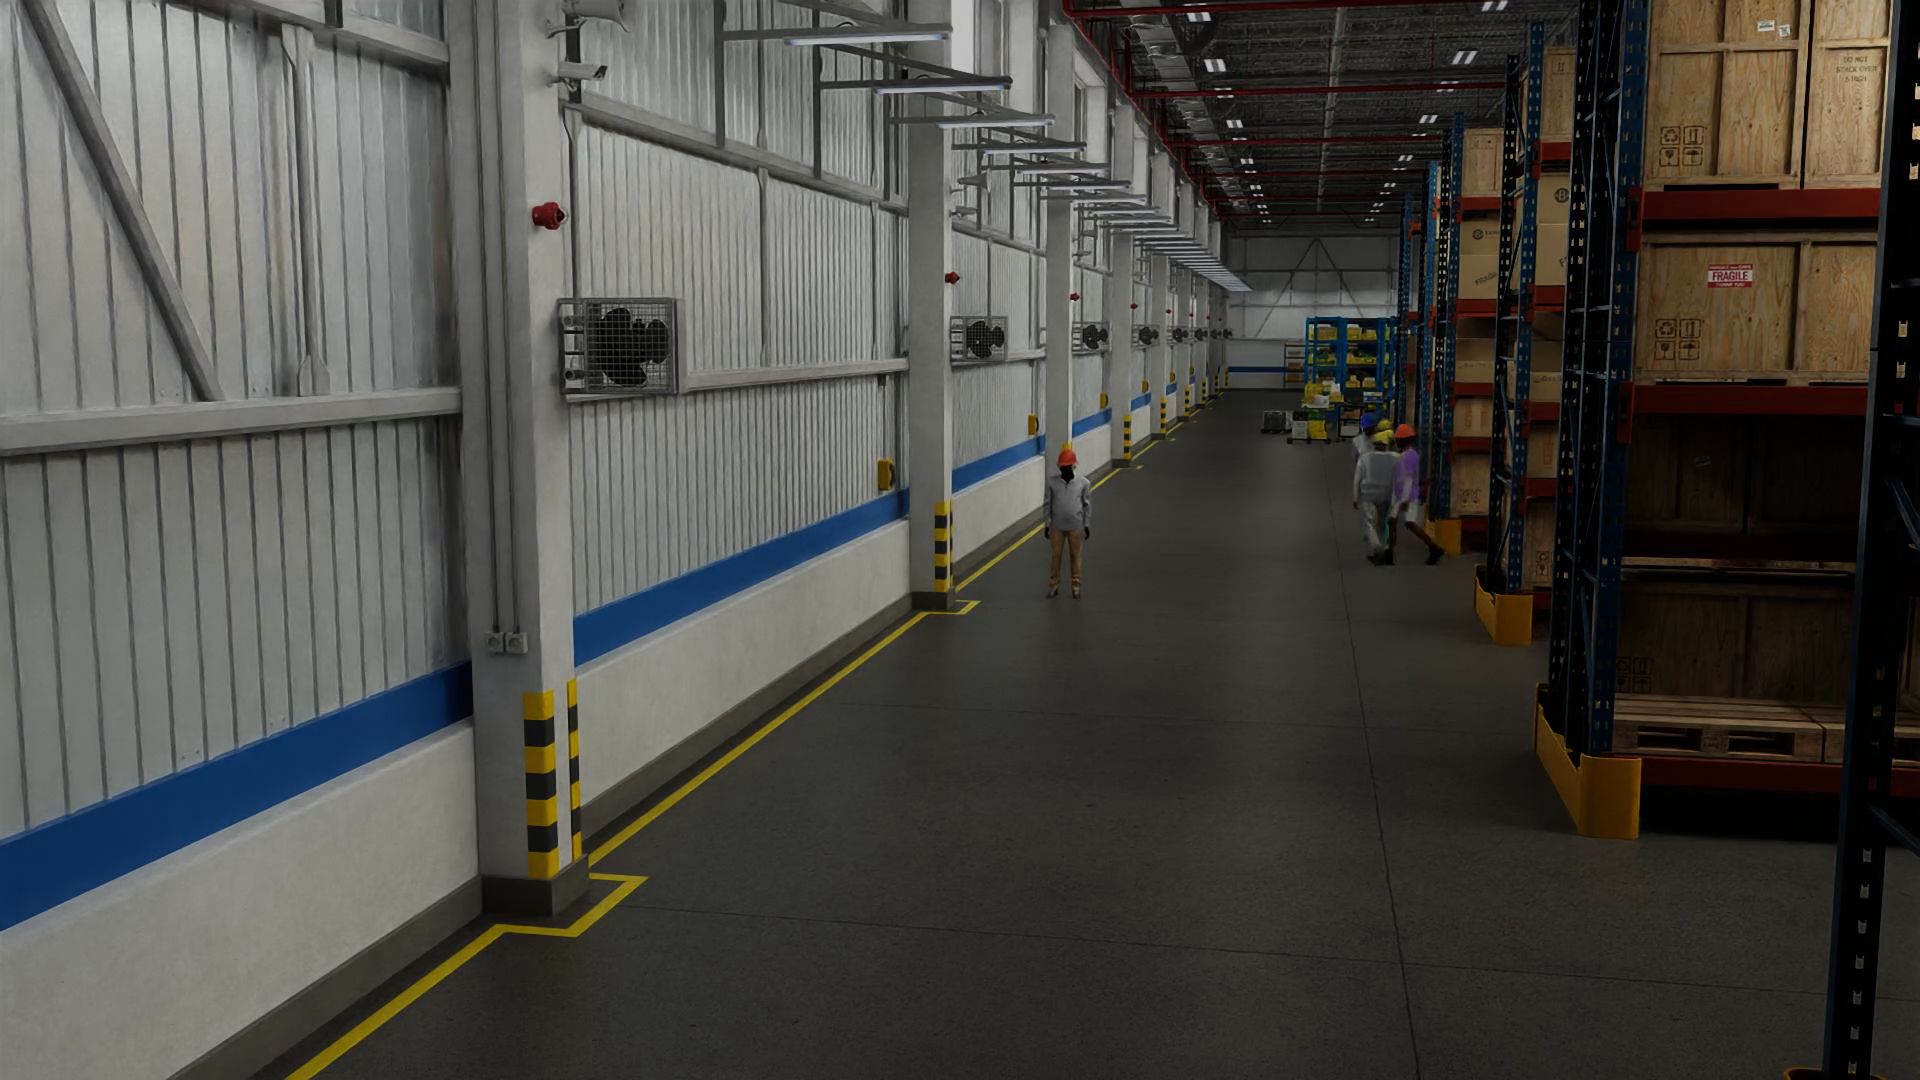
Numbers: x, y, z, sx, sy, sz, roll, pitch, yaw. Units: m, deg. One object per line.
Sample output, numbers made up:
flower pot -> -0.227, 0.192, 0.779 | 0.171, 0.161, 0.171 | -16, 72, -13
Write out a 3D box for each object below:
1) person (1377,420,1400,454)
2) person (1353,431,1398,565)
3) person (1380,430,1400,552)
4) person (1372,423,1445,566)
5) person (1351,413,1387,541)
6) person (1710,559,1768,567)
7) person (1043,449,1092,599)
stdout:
person -> 6.730, -1.038, 26.380 | 0.496, 1.702, 0.887 | 2, 7, 12
person -> 5.558, -0.552, 22.124 | 0.591, 1.799, 0.797 | 0, 7, -3
person -> 6.047, -0.692, 23.564 | 0.533, 1.708, 0.922 | 1, 7, 11
person -> 5.949, -0.587, 21.989 | 0.864, 1.909, 0.562 | 0, 7, 0
person -> 6.133, -0.936, 24.731 | 0.649, 1.908, 0.594 | 5, 9, 34
person -> 6.056, 0.552, 13.075 | 1.006, 1.852, 0.662 | 0, 7, 1
person -> 1.247, -0.184, 19.349 | 0.563, 1.748, 0.339 | 1, 7, 8
